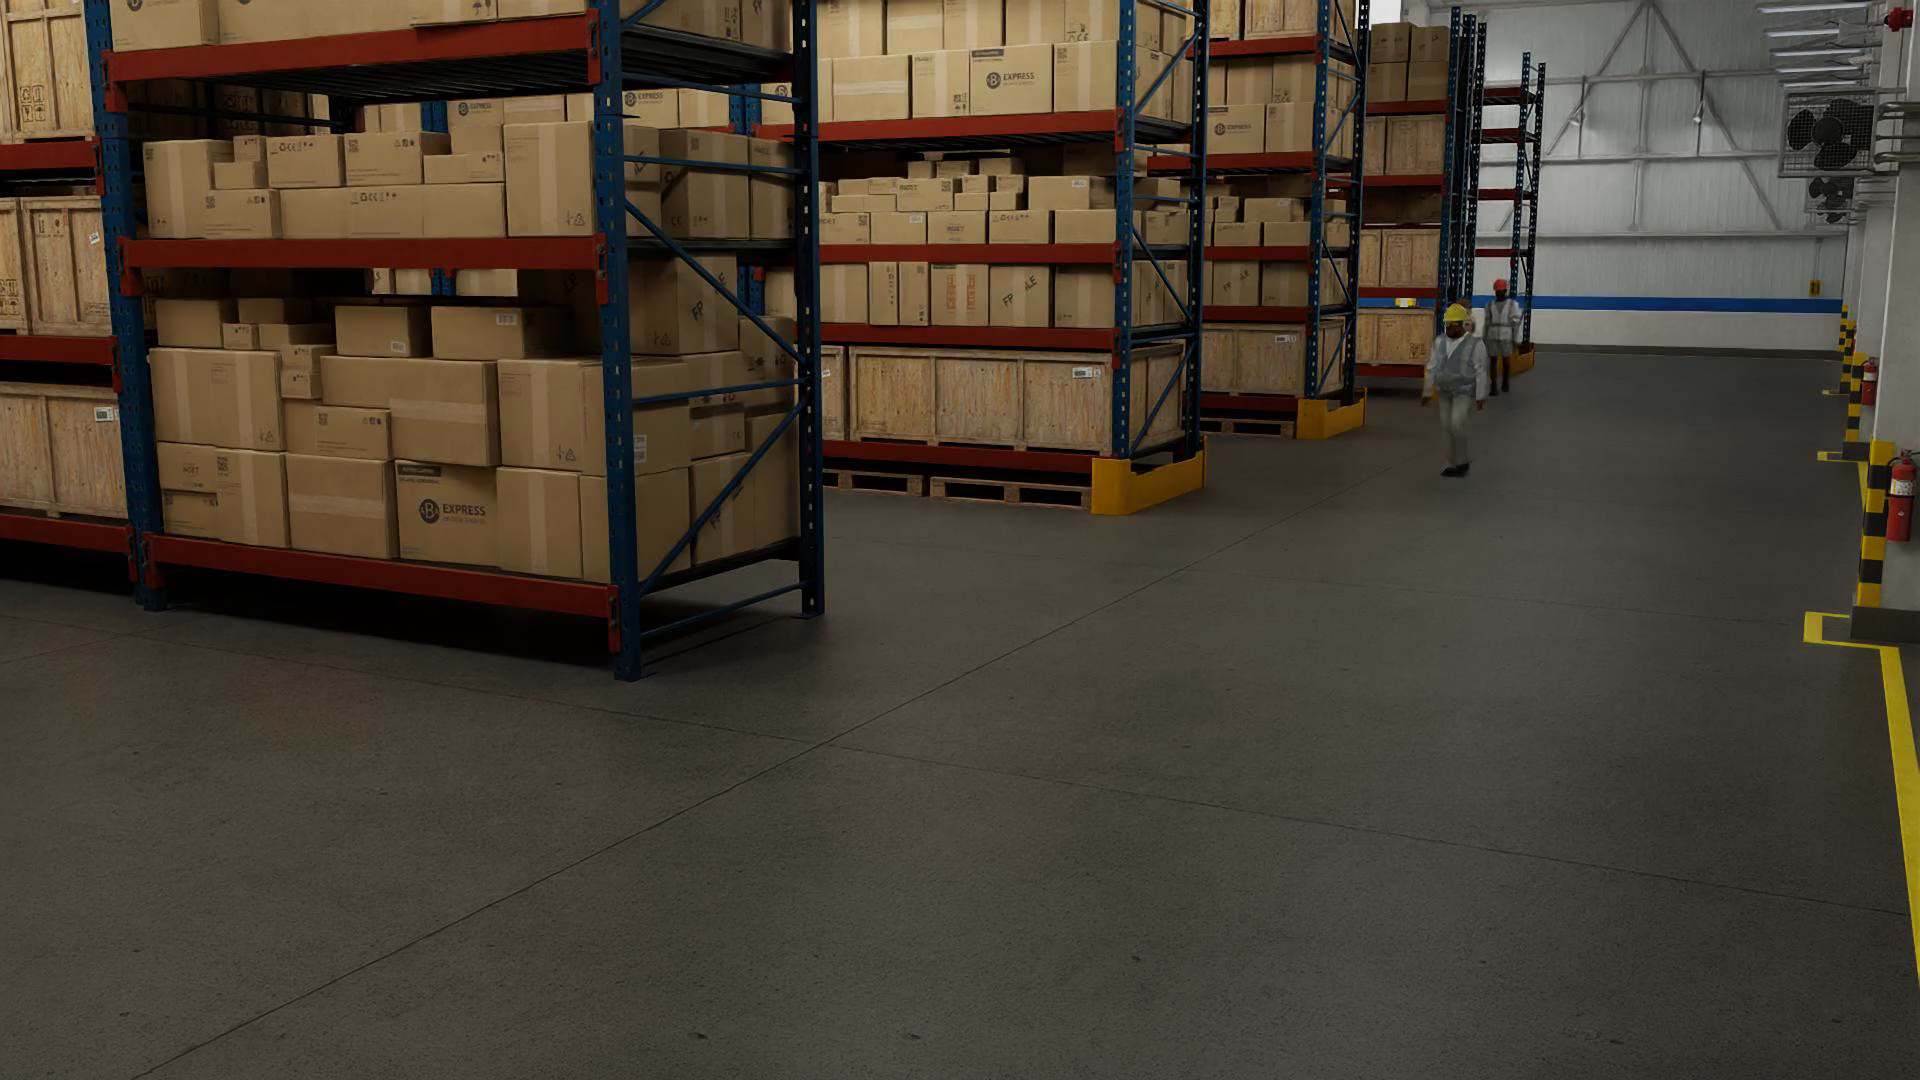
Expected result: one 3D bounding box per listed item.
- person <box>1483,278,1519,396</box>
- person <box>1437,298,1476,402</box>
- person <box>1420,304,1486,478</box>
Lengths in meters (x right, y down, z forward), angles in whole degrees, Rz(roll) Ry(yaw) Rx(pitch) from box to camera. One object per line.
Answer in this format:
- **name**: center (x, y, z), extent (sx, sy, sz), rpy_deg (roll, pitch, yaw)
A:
- **person**: center (8.818, -3.306, 27.155), extent (0.570, 1.920, 0.463), rpy_deg (5, 11, 27)
- **person**: center (7.741, -2.934, 25.836), extent (0.530, 1.626, 0.399), rpy_deg (-3, 10, -19)
- **person**: center (5.118, -1.533, 17.228), extent (0.435, 1.812, 0.606), rpy_deg (-8, 13, -39)
